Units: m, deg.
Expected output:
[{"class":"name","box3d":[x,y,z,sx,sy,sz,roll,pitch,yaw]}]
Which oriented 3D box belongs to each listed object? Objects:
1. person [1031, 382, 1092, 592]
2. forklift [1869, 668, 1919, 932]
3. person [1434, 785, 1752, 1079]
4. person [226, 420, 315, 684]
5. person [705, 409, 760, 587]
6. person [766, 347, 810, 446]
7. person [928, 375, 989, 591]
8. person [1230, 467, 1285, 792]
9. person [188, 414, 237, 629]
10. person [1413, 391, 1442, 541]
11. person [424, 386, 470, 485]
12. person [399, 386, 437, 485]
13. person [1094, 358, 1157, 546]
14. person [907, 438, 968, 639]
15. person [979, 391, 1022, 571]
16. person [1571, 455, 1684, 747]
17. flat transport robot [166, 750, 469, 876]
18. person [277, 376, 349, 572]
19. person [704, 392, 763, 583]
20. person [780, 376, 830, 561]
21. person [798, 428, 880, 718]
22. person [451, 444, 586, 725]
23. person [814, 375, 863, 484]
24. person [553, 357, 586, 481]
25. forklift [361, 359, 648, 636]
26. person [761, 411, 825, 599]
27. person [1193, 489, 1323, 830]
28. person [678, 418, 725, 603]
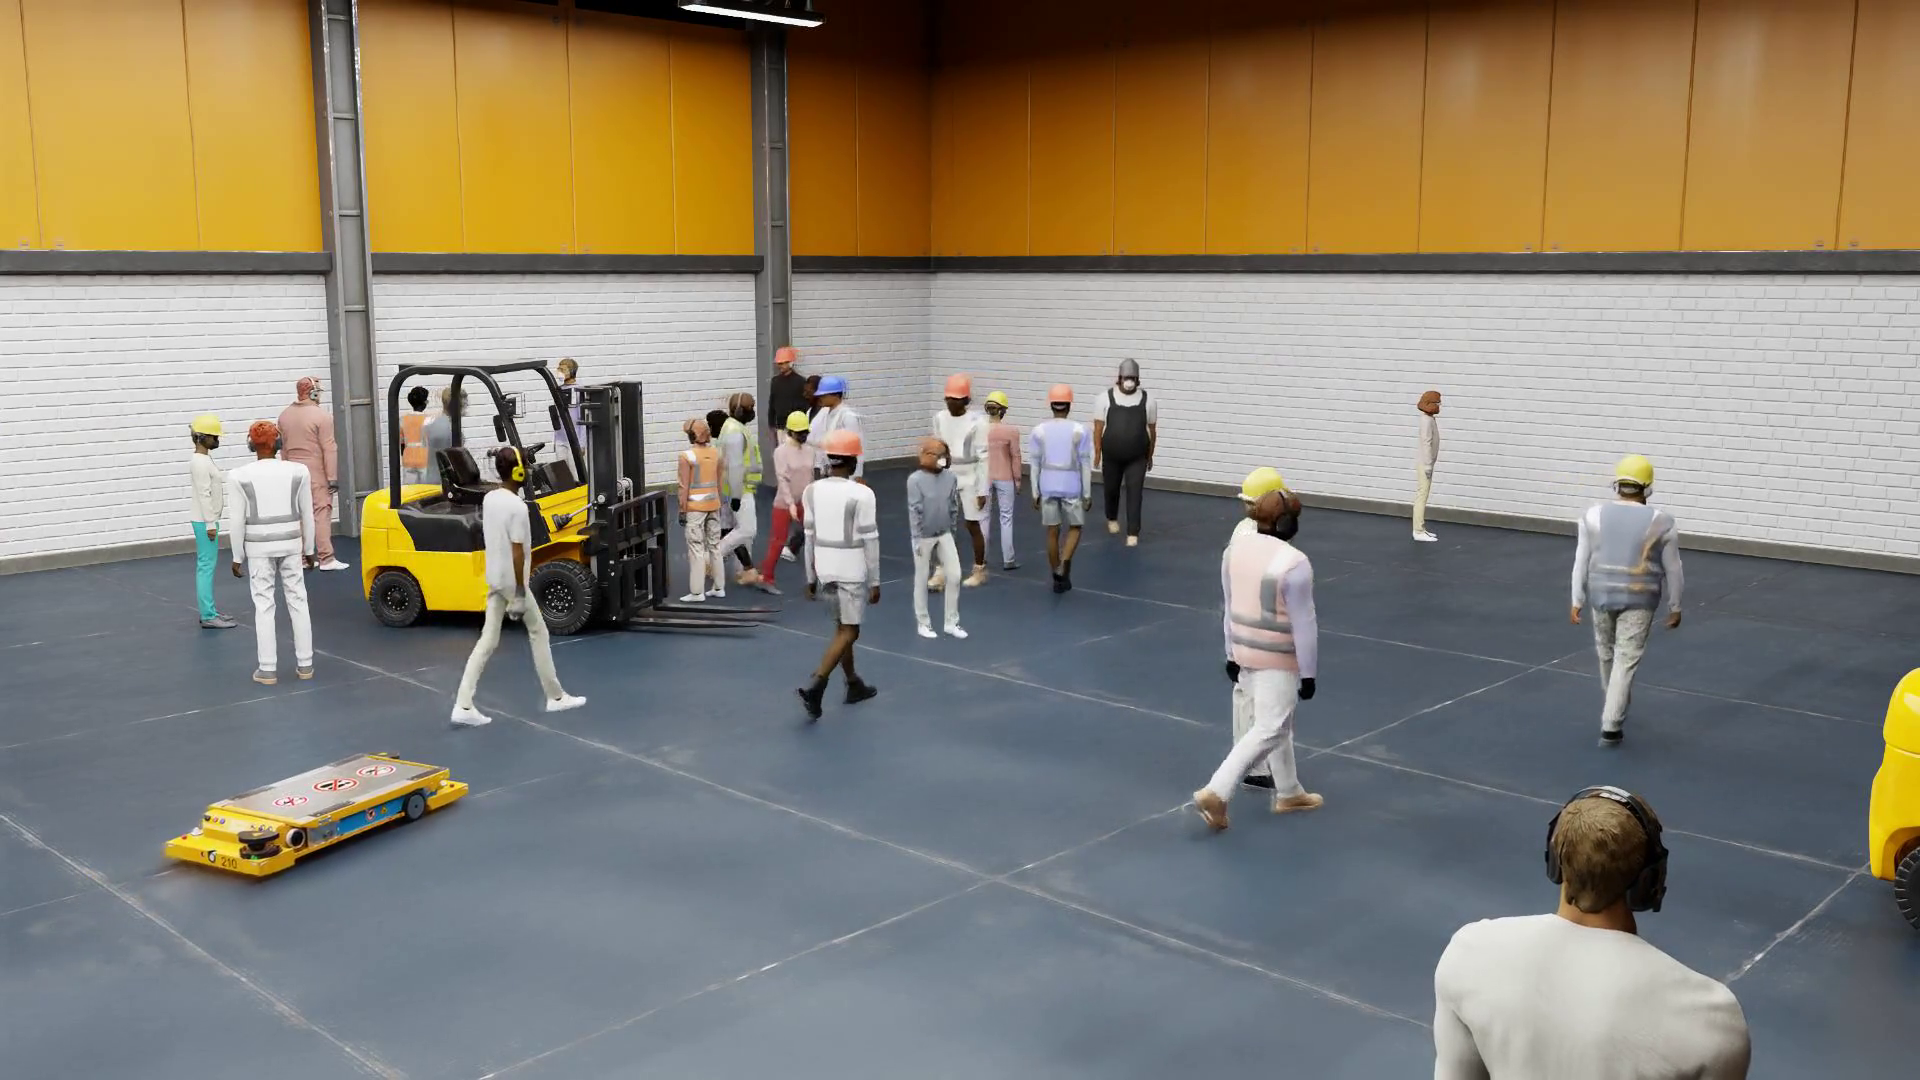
[{"class":"person","box3d":[0.917,-0.460,15.085,0.573,1.926,0.452,2,10,14]},{"class":"forklift","box3d":[5.205,0.723,7.013,2.313,2.155,1.214,9,13,43]},{"class":"person","box3d":[1.266,1.440,3.395,0.627,1.940,0.372,8,12,41]},{"class":"person","box3d":[-4.897,0.091,11.864,0.575,1.875,0.356,-6,11,-34]},{"class":"person","box3d":[-2.177,-0.393,15.520,0.855,1.658,0.530,5,11,30]},{"class":"person","box3d":[-2.167,-1.428,20.866,0.428,1.980,0.635,-9,13,-44]},{"class":"person","box3d":[-0.037,-0.505,15.147,0.628,1.993,0.932,7,11,36]},{"class":"person","box3d":[1.721,0.501,9.471,0.404,1.835,0.587,0,9,2]},{"class":"person","box3d":[-6.180,-0.152,13.707,0.320,1.763,0.522,-4,10,-25]},{"class":"person","box3d":[5.097,-0.810,18.121,0.279,1.634,0.499,2,10,15]},{"class":"person","box3d":[-4.519,-0.448,15.064,0.813,1.904,0.628,-2,9,-9]},{"class":"person","box3d":[-5.829,-0.813,17.983,0.530,1.689,0.319,3,10,19]},{"class":"person","box3d":[1.787,-0.998,18.029,0.686,2.000,0.894,1,9,5]},{"class":"person","box3d":[-0.176,0.001,13.204,0.512,1.616,0.560,-6,11,-32]},{"class":"person","box3d":[0.358,-0.577,16.317,0.524,1.760,0.327,3,10,18]},{"class":"person","box3d":[4.228,0.360,10.478,0.626,1.782,0.917,7,12,36]},{"class":"flat transport robot","box3d":[-3.333,1.401,8.734,0.652,0.197,1.431,5,10,26]},{"class":"person","box3d":[-6.327,-0.644,16.274,0.642,1.909,0.399,4,10,23]},{"class":"person","box3d":[-2.106,-0.466,15.456,0.557,1.823,0.633,-2,9,-9]},{"class":"person","box3d":[-1.509,-0.717,16.807,0.972,1.867,0.622,-4,10,-22]},{"class":"person","box3d":[-0.816,0.216,11.016,0.553,1.908,0.881,6,11,31]},{"class":"person","box3d":[-2.955,0.292,10.847,0.537,1.817,0.971,8,12,40]},{"class":"person","box3d":[-1.185,-0.657,16.277,0.452,1.926,0.649,-5,11,-30]},{"class":"person","box3d":[-4.477,-1.125,19.122,0.631,1.940,0.372,9,13,43]},{"class":"forklift","box3d":[-3.850,-0.407,13.936,2.313,2.155,1.214,2,9,11]},{"class":"person","box3d":[-1.461,-0.310,14.867,0.507,1.705,0.908,-9,13,-44]},{"class":"person","box3d":[1.601,0.627,8.785,0.878,1.812,0.635,-5,10,-26]},{"class":"person","box3d":[-2.296,-0.264,14.783,0.312,1.632,0.514,7,12,37]}]
